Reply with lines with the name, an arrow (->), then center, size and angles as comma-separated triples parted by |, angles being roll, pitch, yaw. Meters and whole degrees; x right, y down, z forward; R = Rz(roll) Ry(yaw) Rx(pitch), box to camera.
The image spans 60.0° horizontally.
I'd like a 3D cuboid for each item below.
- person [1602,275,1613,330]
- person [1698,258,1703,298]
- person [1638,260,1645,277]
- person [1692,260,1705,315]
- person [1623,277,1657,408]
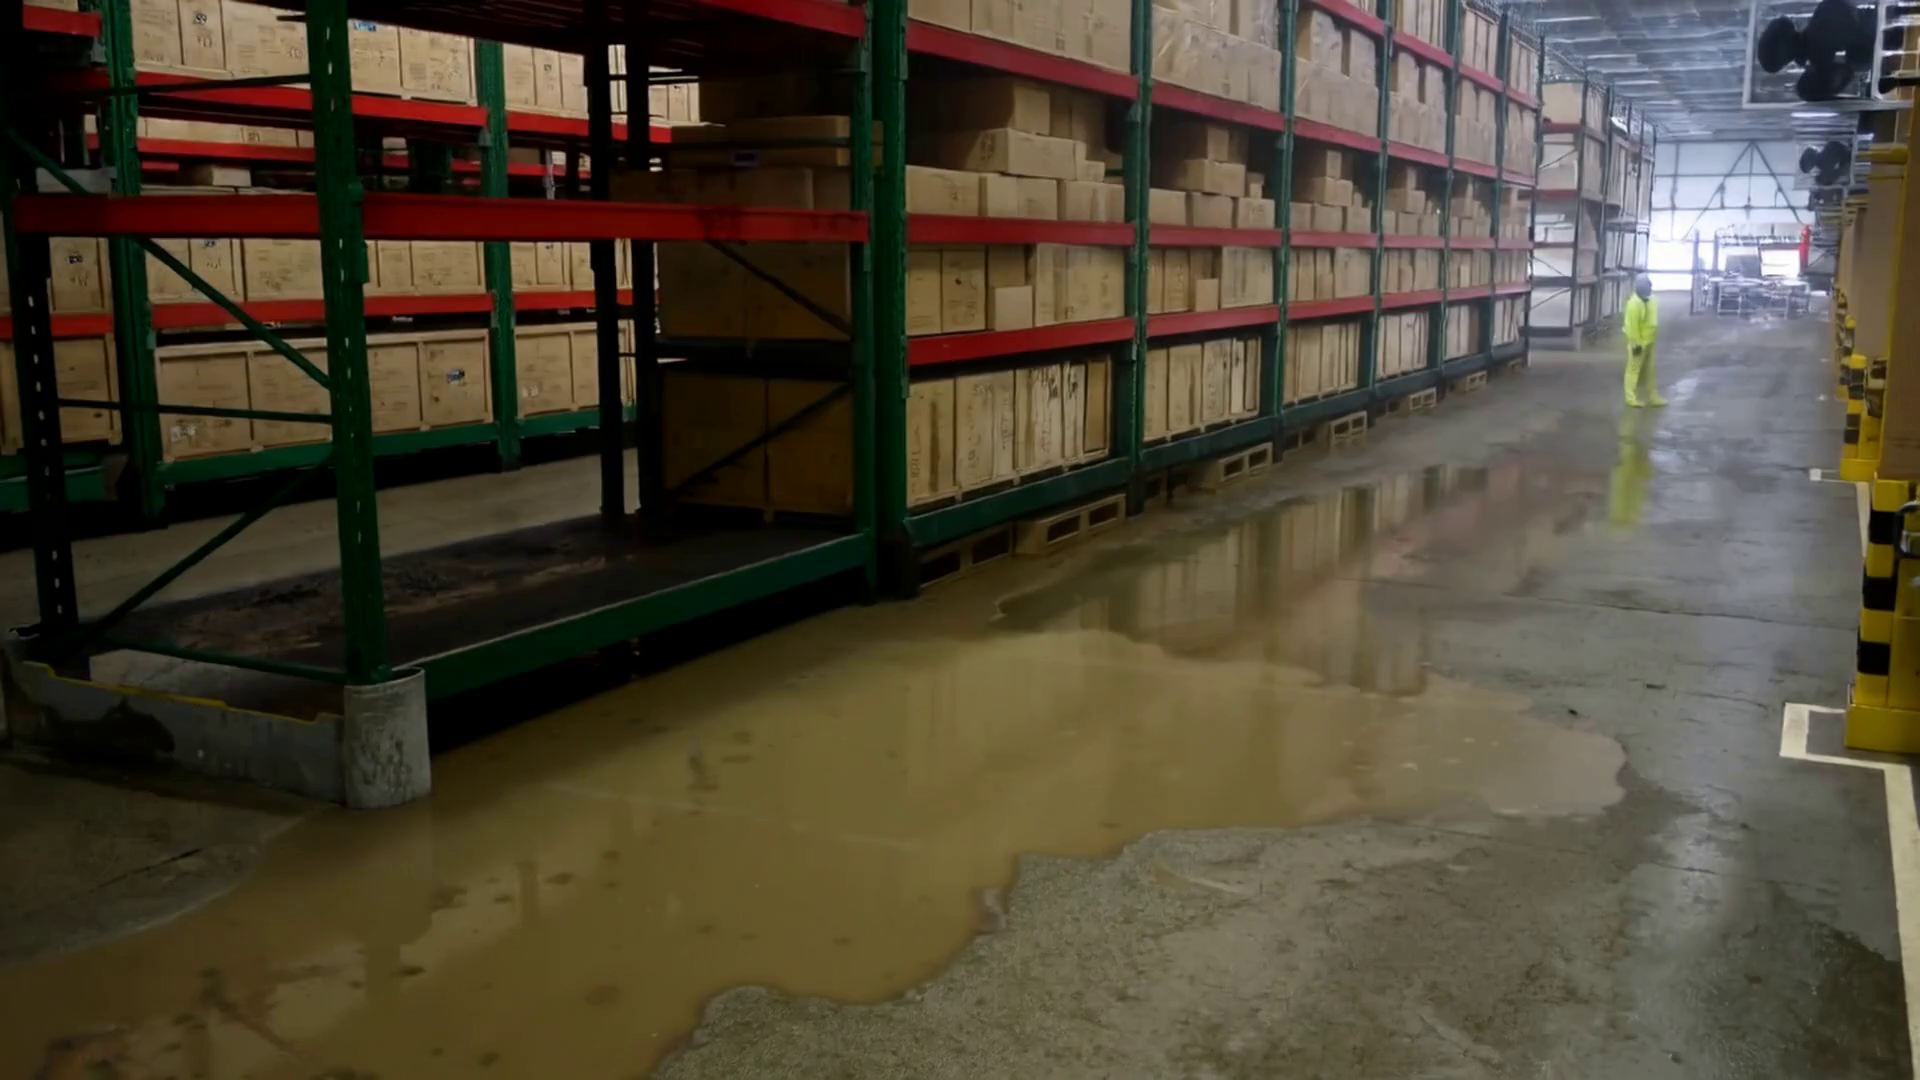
person -> 18.280, -6.728, 46.885 | 0.308, 1.640, 0.510 | 5, 11, 27
person -> 35.609, -12.627, 80.175 | 0.357, 1.938, 0.542 | 5, 11, 27
person -> 33.707, -12.974, 82.193 | 0.373, 1.936, 0.629 | 5, 11, 27
person -> 25.865, -8.837, 58.230 | 0.373, 1.940, 0.629 | 5, 11, 27
person -> 9.583, -2.784, 23.470 | 0.429, 1.844, 0.624 | 5, 11, 27
